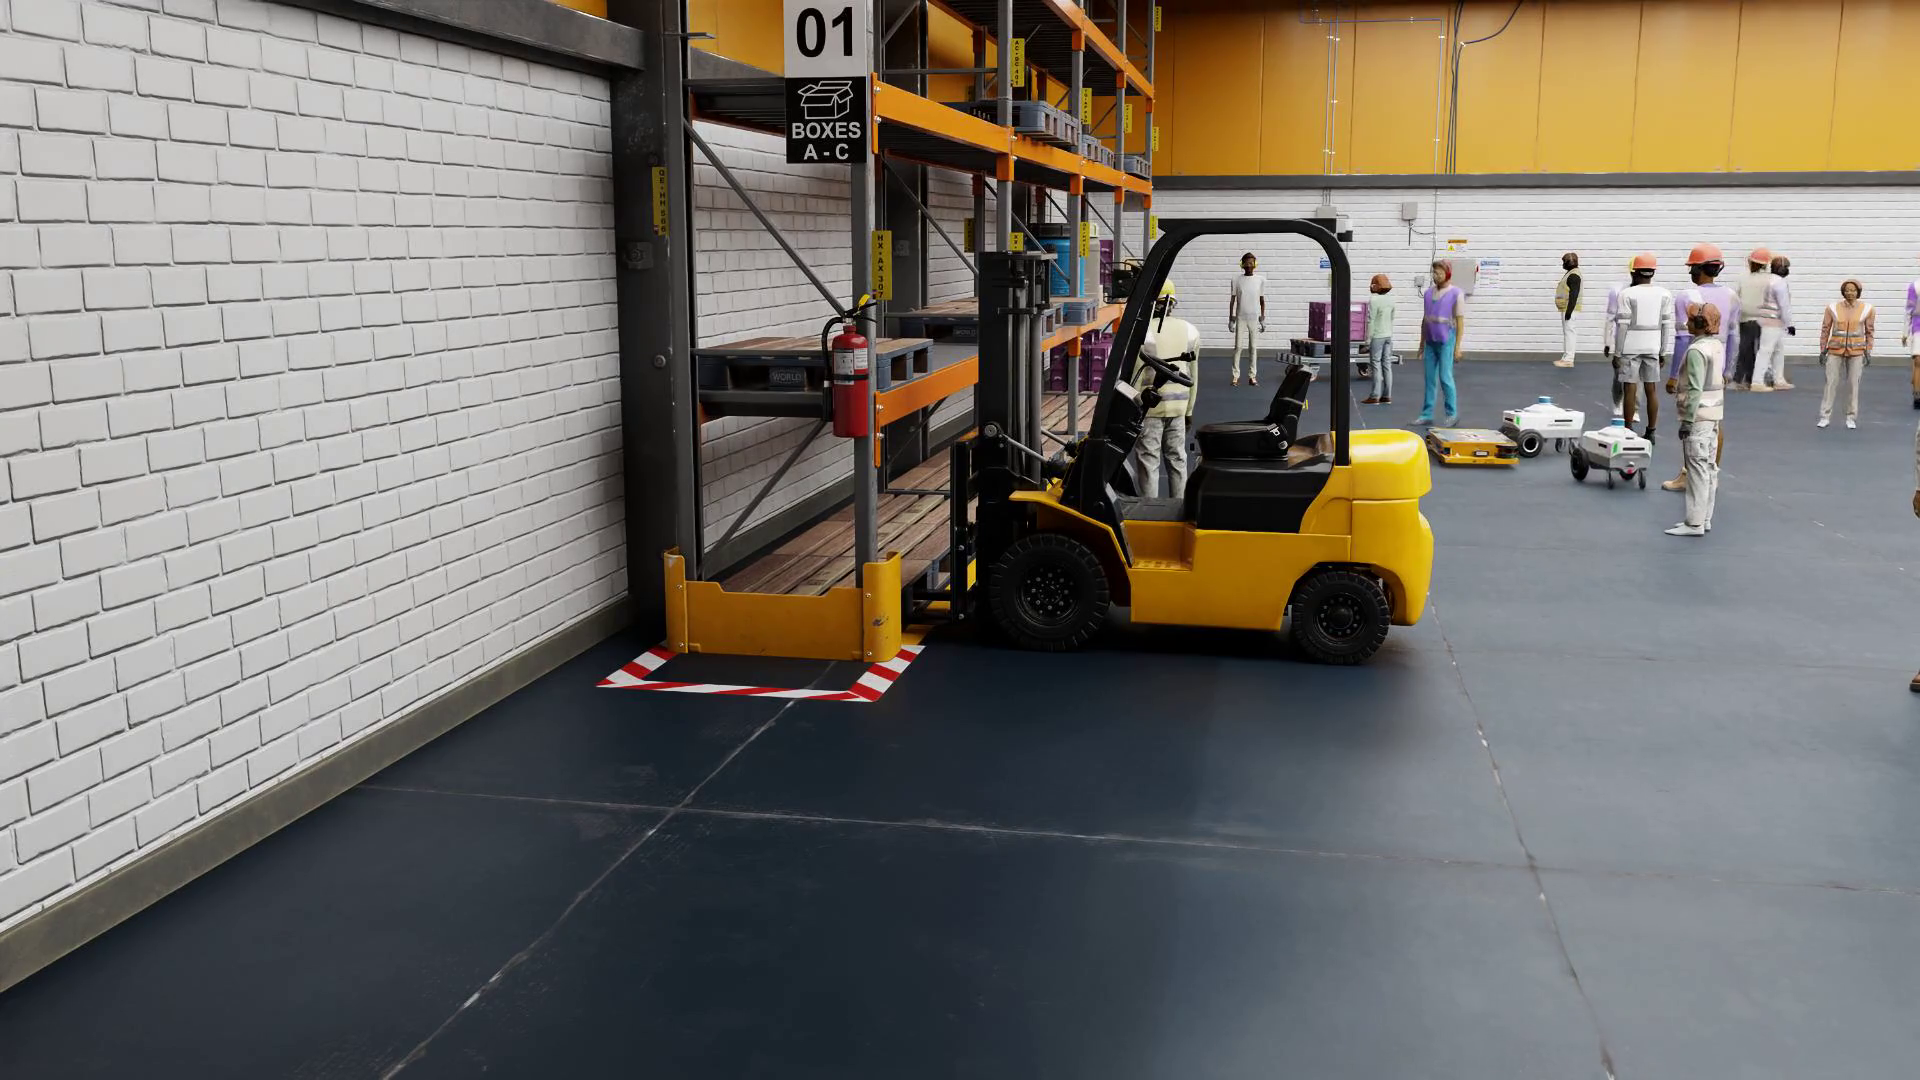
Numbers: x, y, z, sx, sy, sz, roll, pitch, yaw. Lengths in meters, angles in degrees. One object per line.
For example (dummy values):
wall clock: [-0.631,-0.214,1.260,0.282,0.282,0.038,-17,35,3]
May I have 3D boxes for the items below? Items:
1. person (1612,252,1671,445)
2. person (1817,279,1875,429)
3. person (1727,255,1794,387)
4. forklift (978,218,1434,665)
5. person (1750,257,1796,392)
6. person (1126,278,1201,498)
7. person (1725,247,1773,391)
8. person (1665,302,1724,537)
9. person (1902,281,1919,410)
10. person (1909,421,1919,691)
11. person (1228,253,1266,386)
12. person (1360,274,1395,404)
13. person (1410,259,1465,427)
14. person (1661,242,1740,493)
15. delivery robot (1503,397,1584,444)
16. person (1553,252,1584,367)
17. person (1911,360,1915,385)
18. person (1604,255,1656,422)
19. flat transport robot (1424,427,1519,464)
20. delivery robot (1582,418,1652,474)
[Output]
person: [6.836,-1.918,16.746,0.552,1.935,0.374,-1,10,-4]
person: [9.696,-2.036,18.210,0.523,1.638,0.310,6,12,29]
person: [11.159,-3.078,23.249,0.995,1.890,0.644,6,12,30]
forklift: [1.285,-0.567,8.635,2.313,2.155,1.214,2,11,11]
person: [11.094,-2.899,22.465,0.745,1.820,0.632,2,10,9]
person: [1.357,-0.901,11.450,0.588,1.835,0.403,-5,12,-27]
person: [10.660,-2.994,22.624,0.823,1.946,0.663,-3,11,-17]
person: [5.171,-0.840,11.648,0.315,1.641,0.515,8,13,39]
person: [11.792,-2.523,20.191,0.572,1.884,0.972,5,11,24]
person: [4.670,-0.238,7.528,0.636,1.938,0.355,7,12,32]
person: [4.046,-3.099,23.415,0.531,1.865,0.316,0,10,2]
person: [5.254,-2.515,20.864,0.511,1.627,0.276,-9,14,-41]
person: [5.311,-2.164,18.362,0.414,1.852,0.571,-5,12,-27]
person: [6.041,-1.402,13.622,0.609,2.044,0.397,-4,11,-20]
delivery robot: [5.601,-1.132,15.970,0.707,0.478,0.477,-1,10,-7]
person: [9.816,-3.710,26.842,0.429,1.841,0.621,3,11,17]
person: [13.662,-3.093,23.373,0.538,1.869,0.313,-10,14,-42]
person: [7.725,-2.328,19.123,0.598,1.899,0.887,3,11,15]
flat transport robot: [4.811,-0.896,15.714,0.652,0.197,1.431,1,10,8]
delivery robot: [5.551,-0.784,14.065,0.477,0.478,0.707,0,10,-1]
